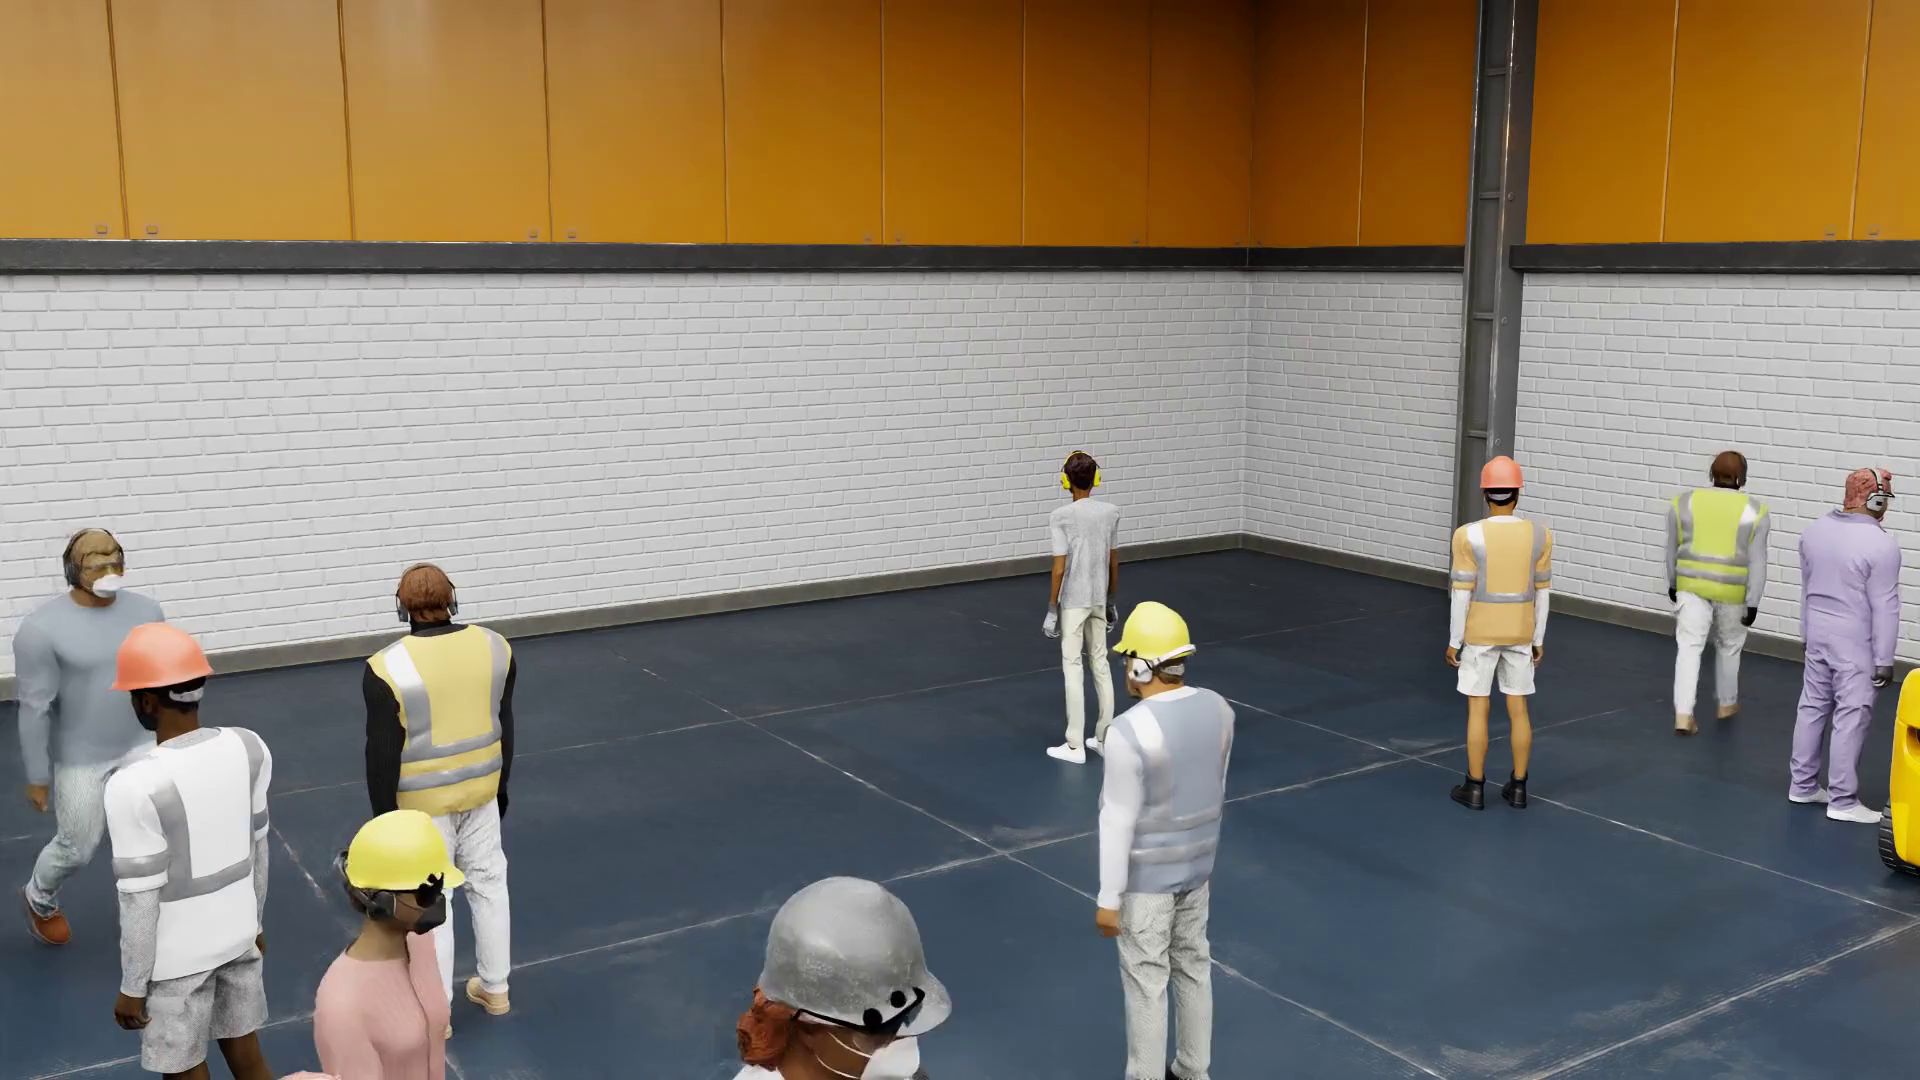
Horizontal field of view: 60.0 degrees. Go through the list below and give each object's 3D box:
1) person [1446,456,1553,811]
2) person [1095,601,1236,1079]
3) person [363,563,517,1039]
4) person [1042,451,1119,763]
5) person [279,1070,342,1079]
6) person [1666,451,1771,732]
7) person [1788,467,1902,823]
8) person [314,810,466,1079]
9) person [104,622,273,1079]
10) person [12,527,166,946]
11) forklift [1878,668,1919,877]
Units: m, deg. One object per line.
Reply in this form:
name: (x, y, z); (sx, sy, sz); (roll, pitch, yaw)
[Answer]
person: (2.914, 0.509, 9.060); (0.548, 1.933, 0.376); (0, 9, -2)
person: (0.680, 1.115, 5.726); (0.599, 1.828, 0.403); (-8, 12, -41)
person: (-2.004, 0.997, 6.411); (0.430, 1.841, 0.624); (8, 13, 41)
person: (0.720, 0.400, 9.936); (0.516, 1.863, 0.325); (-6, 11, -31)
person: (-0.827, 1.667, 2.273); (0.640, 1.874, 0.764); (-4, 10, -20)
person: (4.817, 0.324, 10.639); (0.621, 1.798, 0.968); (6, 11, 34)
person: (4.772, 0.554, 8.904); (0.403, 1.900, 0.647); (-2, 10, -14)
person: (-1.265, 1.474, 3.889); (0.937, 1.716, 0.544); (2, 10, 9)
person: (-2.286, 1.193, 4.939); (0.361, 1.935, 0.544); (3, 10, 20)
person: (-3.631, 0.876, 6.936); (0.874, 1.916, 0.640); (6, 11, 31)
forklift: (5.511, 0.571, 7.906); (2.313, 2.155, 1.214); (-6, 11, -33)
